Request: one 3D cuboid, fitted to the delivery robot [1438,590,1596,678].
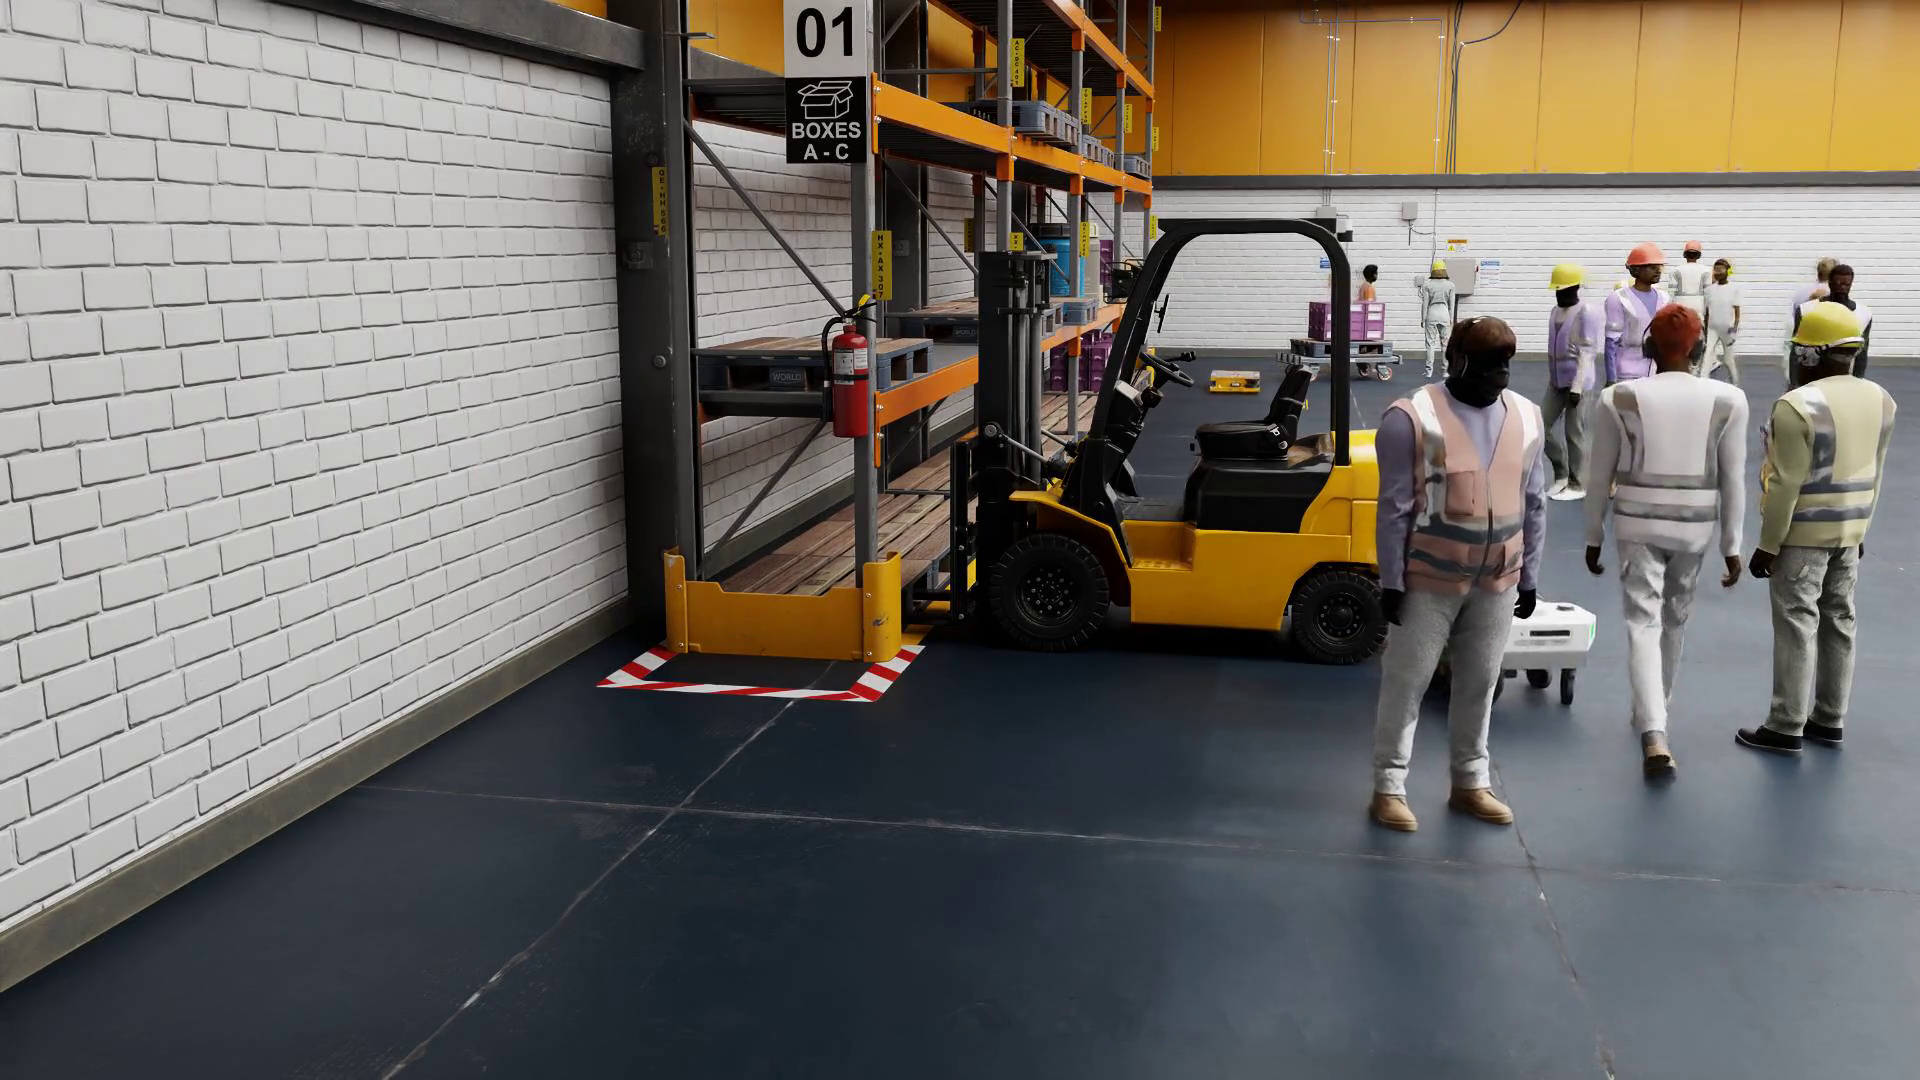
[{"bbox_3d":[2.475,0.412,7.503,0.707,0.478,0.477,-1,10,-3],"label":"delivery robot"}]

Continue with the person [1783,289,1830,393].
[{"bbox_3d":[8.066,-1.585,15.835,0.512,1.602,0.611,2,11,13],"label":"person"}]

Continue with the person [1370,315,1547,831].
[{"bbox_3d":[1.755,0.130,5.849,0.640,1.832,0.431,-2,11,-11],"label":"person"}]

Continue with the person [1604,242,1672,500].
[{"bbox_3d":[5.399,-1.335,13.246,0.607,2.048,0.368,-4,11,-21],"label":"person"}]

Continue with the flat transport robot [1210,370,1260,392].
[{"bbox_3d":[3.756,-2.171,22.703,0.652,0.197,1.431,2,11,10],"label":"flat transport robot"}]

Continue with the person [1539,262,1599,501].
[{"bbox_3d":[4.804,-1.244,13.164,0.452,1.893,0.600,-3,11,-16],"label":"person"}]

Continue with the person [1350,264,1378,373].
[{"bbox_3d":[6.164,-3.398,25.553,0.543,1.675,0.534,0,10,2],"label":"person"}]

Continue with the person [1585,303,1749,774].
[{"bbox_3d":[2.805,-0.020,6.631,0.582,1.842,0.985,2,11,13],"label":"person"}]

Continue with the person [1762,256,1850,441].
[{"bbox_3d":[8.114,-1.751,15.907,0.863,1.913,0.631,-2,10,-10],"label":"person"}]

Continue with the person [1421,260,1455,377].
[{"bbox_3d":[7.145,-3.307,24.908,0.484,1.739,0.313,1,10,6],"label":"person"}]

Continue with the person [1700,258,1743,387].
[{"bbox_3d":[9.598,-2.624,20.951,0.969,1.826,0.513,-10,14,-44],"label":"person"}]

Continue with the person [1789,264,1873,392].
[{"bbox_3d":[7.198,-1.354,13.824,0.595,1.880,0.961,4,11,21],"label":"person"}]

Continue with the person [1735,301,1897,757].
[{"bbox_3d":[3.436,-0.037,6.718,0.589,1.834,0.403,-5,11,-24],"label":"person"}]

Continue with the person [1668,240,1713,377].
[{"bbox_3d":[10.789,-3.412,24.643,0.607,2.044,0.379,3,11,18],"label":"person"}]

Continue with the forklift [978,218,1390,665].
[{"bbox_3d":[1.285,-0.567,8.635,2.313,2.155,1.214,2,11,11],"label":"forklift"}]

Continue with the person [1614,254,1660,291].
[{"bbox_3d":[8.047,-2.491,19.894,0.551,1.932,0.378,0,10,2],"label":"person"}]

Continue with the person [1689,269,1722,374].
[{"bbox_3d":[11.504,-3.369,25.592,0.530,1.615,0.731,-6,12,-28],"label":"person"}]
